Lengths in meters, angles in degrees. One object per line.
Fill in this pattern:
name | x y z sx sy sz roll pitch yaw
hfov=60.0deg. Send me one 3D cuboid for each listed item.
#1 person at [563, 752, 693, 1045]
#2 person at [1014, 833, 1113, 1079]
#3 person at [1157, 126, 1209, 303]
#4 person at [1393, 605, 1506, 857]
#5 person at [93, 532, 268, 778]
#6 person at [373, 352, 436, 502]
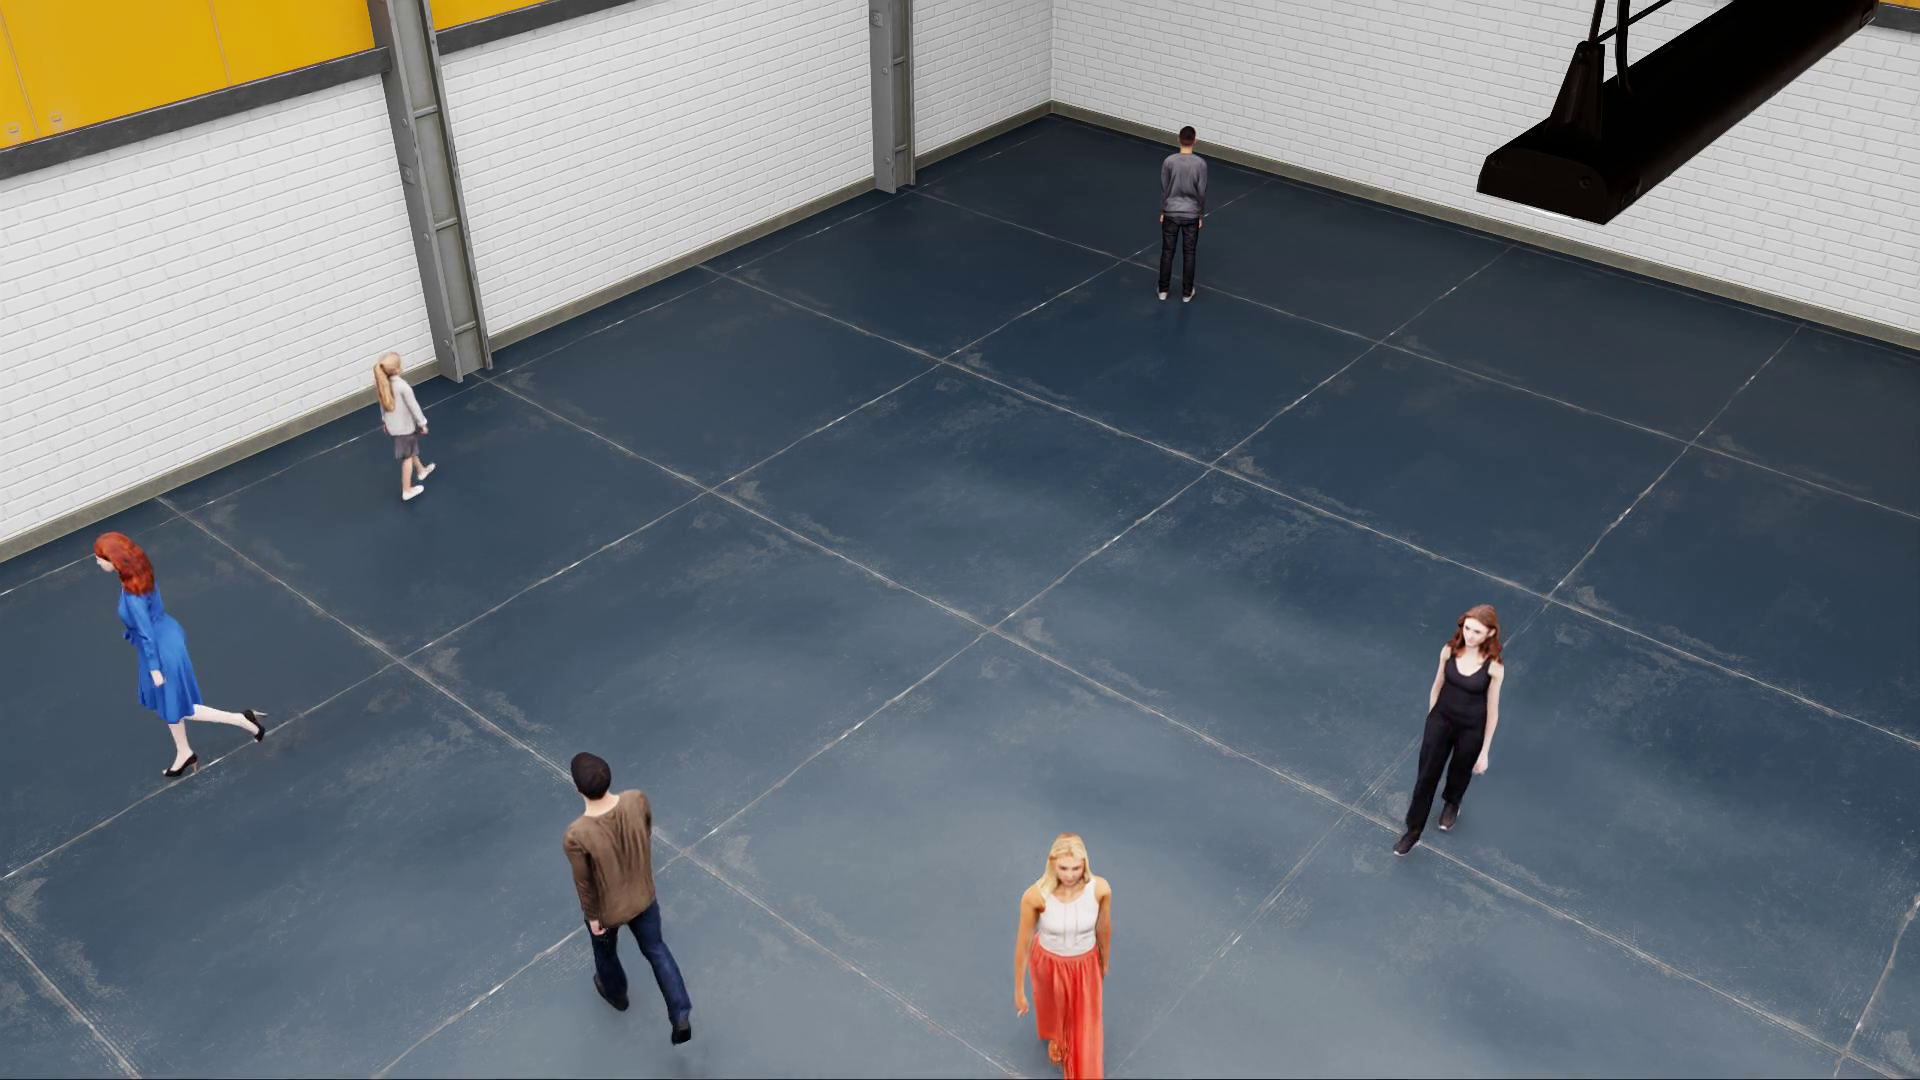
person | -1.717 1.890 8.630 1.065 1.863 0.834 -25 41 -33
person | 0.509 2.100 8.410 1.195 1.755 1.269 -2 34 -4
person | 2.185 -3.210 16.395 0.685 1.759 0.678 7 34 10
person | 3.047 1.068 9.995 0.678 1.720 0.958 18 38 25
person | -4.897 0.733 10.429 1.066 1.798 0.943 -13 36 -19
person | -4.532 -0.902 13.376 0.596 1.258 0.754 17 37 24
